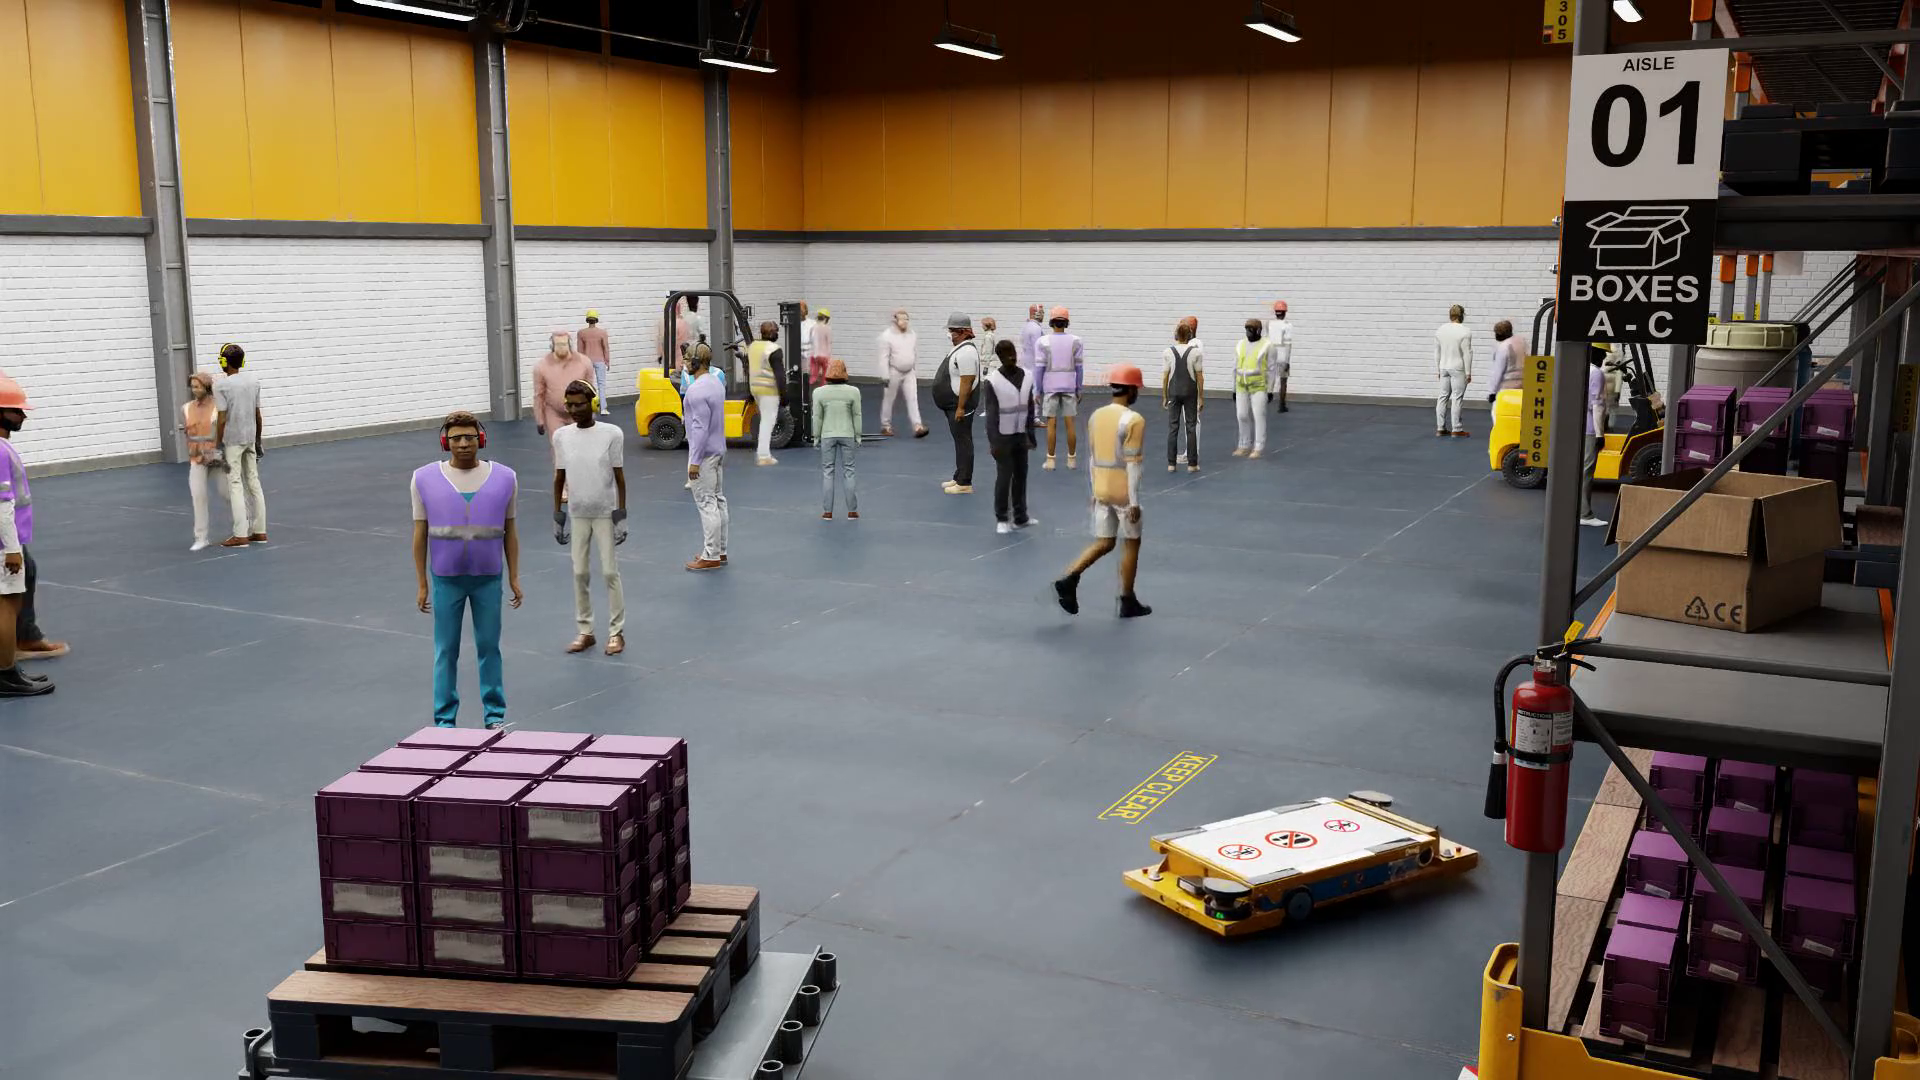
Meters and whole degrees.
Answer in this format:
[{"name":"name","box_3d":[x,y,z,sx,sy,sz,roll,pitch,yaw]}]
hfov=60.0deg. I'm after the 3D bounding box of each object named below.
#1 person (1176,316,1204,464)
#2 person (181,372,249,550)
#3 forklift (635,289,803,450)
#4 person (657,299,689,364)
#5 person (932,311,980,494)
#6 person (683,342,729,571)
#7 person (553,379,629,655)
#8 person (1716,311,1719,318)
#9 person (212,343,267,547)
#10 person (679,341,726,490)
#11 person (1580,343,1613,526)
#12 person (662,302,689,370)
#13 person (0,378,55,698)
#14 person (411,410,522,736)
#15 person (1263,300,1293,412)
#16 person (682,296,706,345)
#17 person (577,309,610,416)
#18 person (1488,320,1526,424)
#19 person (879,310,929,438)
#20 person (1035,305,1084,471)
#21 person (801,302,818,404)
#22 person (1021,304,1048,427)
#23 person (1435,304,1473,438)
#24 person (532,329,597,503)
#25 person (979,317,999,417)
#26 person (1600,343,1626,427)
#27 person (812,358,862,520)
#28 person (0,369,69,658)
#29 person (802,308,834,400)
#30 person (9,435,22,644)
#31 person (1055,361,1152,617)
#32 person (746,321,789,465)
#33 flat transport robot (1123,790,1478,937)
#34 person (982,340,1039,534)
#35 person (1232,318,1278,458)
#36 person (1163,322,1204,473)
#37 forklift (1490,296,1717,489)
[{"name":"person","box_3d":[2.936,-1.917,21.277,0.356,1.886,0.574,3,10,18]},{"name":"person","box_3d":[-6.862,-0.747,15.314,0.518,1.617,0.731,1,10,6]},{"name":"forklift","box_3d":[-3.358,-2.392,23.136,2.313,2.155,1.214,-1,10,-5]},{"name":"person","box_3d":[-4.977,-3.236,28.876,0.615,1.902,0.468,5,11,27]},{"name":"person","box_3d":[-0.043,-1.544,18.667,0.538,2.000,0.683,-1,10,-4]},{"name":"person","box_3d":[-2.161,-0.702,14.092,0.354,1.937,0.635,1,10,7]},{"name":"person","box_3d":[-2.476,-0.150,11.151,0.527,1.856,0.343,1,10,7]},{"name":"person","box_3d":[11.493,-2.560,25.215,0.737,1.799,0.615,-5,11,-25]},{"name":"person","box_3d":[-6.628,-0.870,15.260,0.323,1.871,0.530,5,11,26]},{"name":"person","box_3d":[-2.926,-1.413,18.906,0.533,1.698,0.318,1,10,5]},{"name":"person","box_3d":[6.219,-1.099,16.452,0.380,1.917,0.586,-1,10,-7]},{"name":"person","box_3d":[-4.680,-2.962,27.266,0.410,1.909,0.642,1,10,8]},{"name":"person","box_3d":[-5.777,-0.016,10.128,0.373,1.933,0.550,-6,12,-33]},{"name":"person","box_3d":[-2.684,0.210,9.076,0.563,1.848,0.390,-4,11,-24]},{"name":"person","box_3d":[5.282,-3.060,27.861,0.546,1.911,0.832,8,12,38]},{"name":"person","box_3d":[-4.760,-3.426,29.793,0.642,1.953,0.407,6,12,32]},{"name":"person","box_3d":[-6.052,-2.935,27.506,0.533,1.772,0.299,0,10,-2]},{"name":"person","box_3d":[7.271,-2.015,22.117,0.694,1.806,0.432,-9,13,-41]},{"name":"person","box_3d":[-0.848,-2.403,24.189,0.676,1.850,1.004,-6,12,-32]},{"name":"person","box_3d":[1.216,-1.875,20.575,0.609,2.044,0.395,-1,10,-8]},{"name":"person","box_3d":[-2.794,-3.264,29.274,0.576,1.838,0.998,-2,10,-13]},{"name":"person","box_3d":[1.176,-2.696,25.730,0.407,1.904,0.655,-2,10,-13]},{"name":"person","box_3d":[7.207,-2.462,24.280,0.372,1.940,0.630,-7,12,-36]},{"name":"person","box_3d":[-4.256,-1.341,17.935,0.688,1.883,0.477,-3,10,-19]},{"name":"person","box_3d":[0.484,-2.845,27.368,0.307,1.639,0.513,2,10,9]},{"name":"person","box_3d":[8.686,-2.061,22.420,0.581,1.771,0.935,7,12,35]},{"name":"person","box_3d":[-1.235,-1.011,16.761,0.499,1.634,0.280,-1,10,-4]},{"name":"person","box_3d":[-6.188,-0.136,10.730,0.818,1.956,0.651,-4,11,-23]},{"name":"person","box_3d":[-2.506,-3.230,29.350,0.528,1.734,0.652,6,12,32]},{"name":"person","box_3d":[-6.628,-0.075,11.424,0.310,1.613,0.587,0,10,2]},{"name":"person","box_3d":[1.075,-0.347,12.146,0.728,1.913,0.546,-7,12,-35]},{"name":"person","box_3d":[-2.427,-1.865,21.145,0.530,1.827,0.628,-8,12,-38]},{"name":"flat transport robot","box_3d":[1.458,1.345,7.064,1.431,0.197,0.652,-6,11,-32]},{"name":"person","box_3d":[0.527,-1.003,16.062,0.369,1.870,0.813,10,14,44]},{"name":"person","box_3d":[3.841,-1.994,21.852,0.635,1.841,0.429,9,13,41]},{"name":"person","box_3d":[2.730,-1.738,20.373,0.505,1.840,0.344,3,10,16]},{"name":"forklift","box_3d":[7.296,-1.677,18.993,2.313,2.155,1.214,5,11,27]}]
